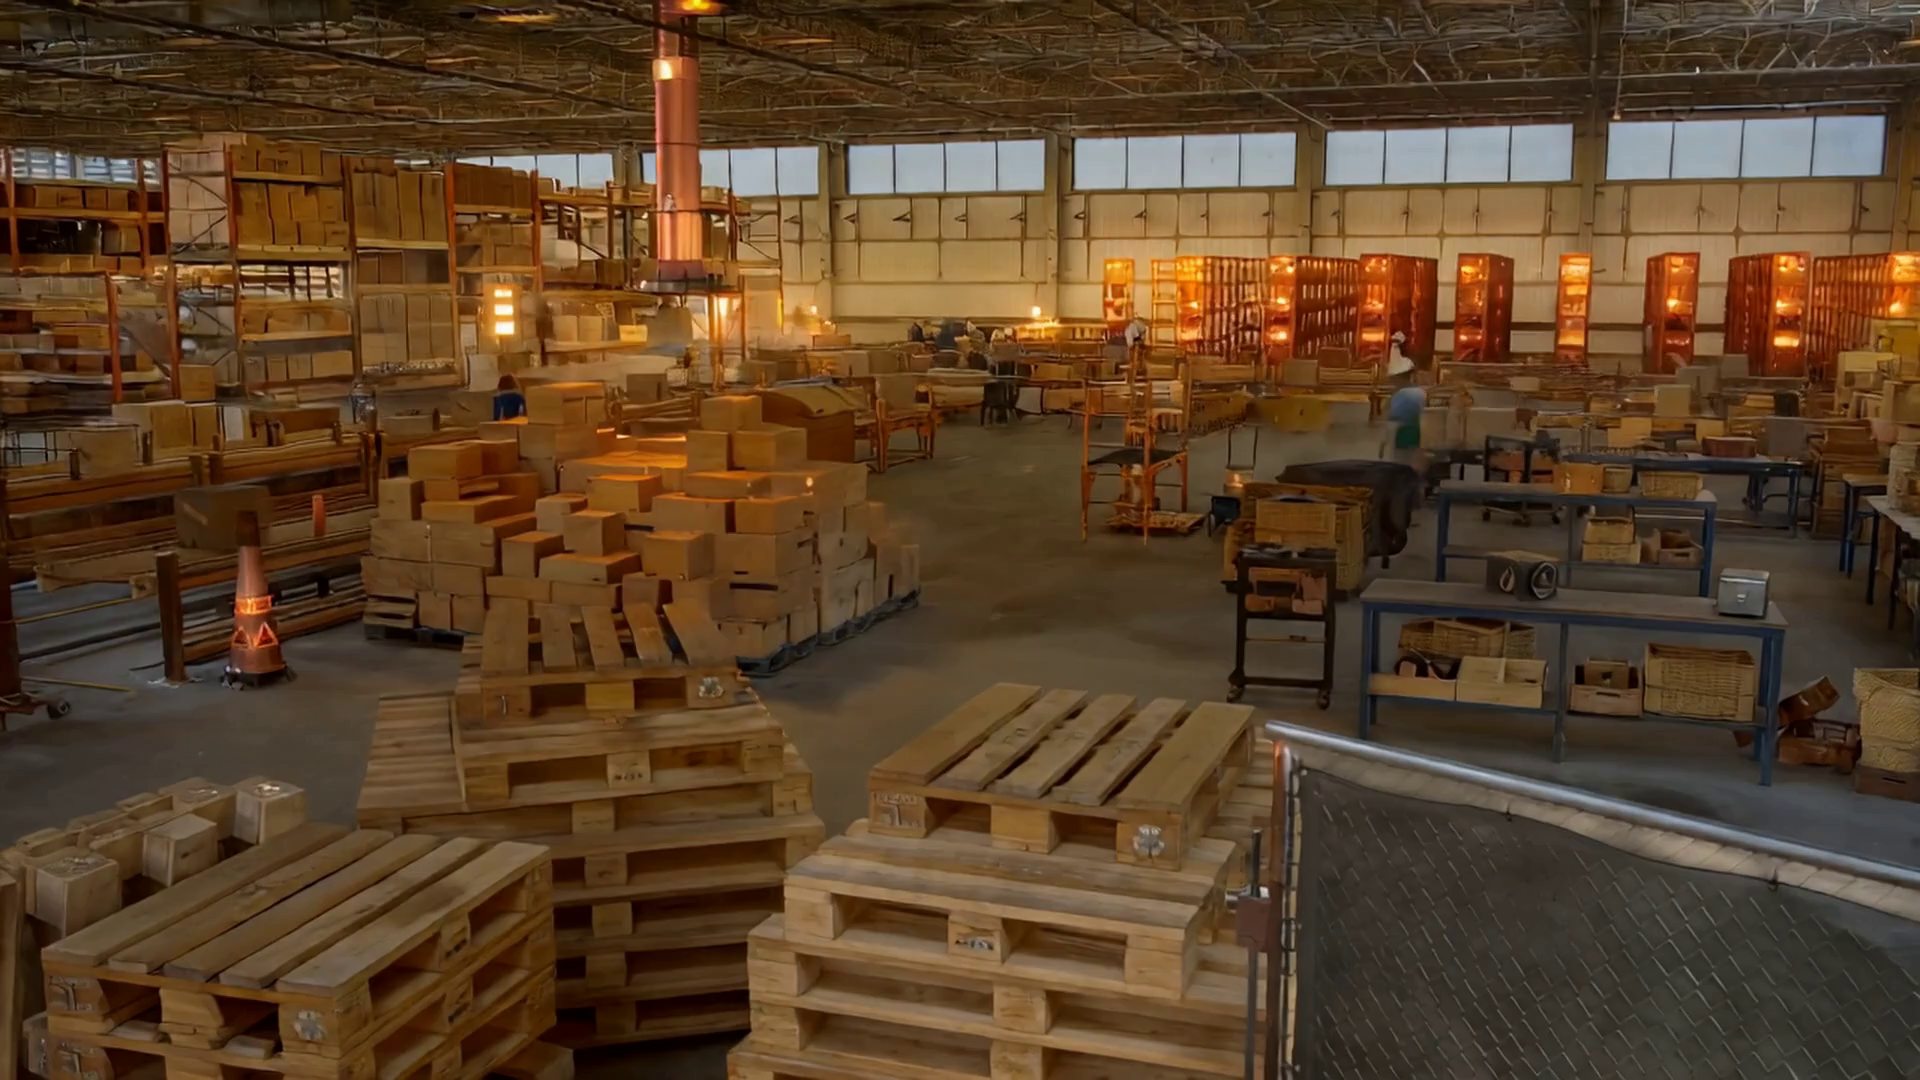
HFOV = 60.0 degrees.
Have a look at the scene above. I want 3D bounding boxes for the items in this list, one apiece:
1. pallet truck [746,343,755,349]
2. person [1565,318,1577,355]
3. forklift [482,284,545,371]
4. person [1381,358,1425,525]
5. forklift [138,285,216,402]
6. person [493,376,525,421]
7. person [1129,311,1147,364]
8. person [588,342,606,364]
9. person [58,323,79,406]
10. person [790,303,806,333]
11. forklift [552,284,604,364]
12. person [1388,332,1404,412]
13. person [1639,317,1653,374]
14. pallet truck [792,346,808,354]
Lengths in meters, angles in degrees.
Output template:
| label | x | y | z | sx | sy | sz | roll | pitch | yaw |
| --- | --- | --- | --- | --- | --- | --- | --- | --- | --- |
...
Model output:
| label | x | y | z | sx | sy | sz | roll | pitch | yaw |
| --- | --- | --- | --- | --- | --- | --- | --- | --- | --- |
| pallet truck | -6.183 | -4.618 | 44.264 | 1.601 | 1.201 | 0.680 | -9 | 12 | -43 |
| person | 18.558 | -5.911 | 50.534 | 0.556 | 1.810 | 0.618 | 2 | 9 | 12 |
| forklift | -10.832 | -4.702 | 39.610 | 1.129 | 2.768 | 1.873 | 3 | 10 | 20 |
| person | 5.348 | -1.201 | 20.308 | 0.707 | 2.017 | 0.635 | 9 | 13 | 43 |
| forklift | -17.480 | -4.200 | 36.461 | 1.873 | 2.768 | 1.129 | 3 | 10 | 19 |
| person | -6.336 | -1.495 | 23.416 | 0.285 | 1.625 | 0.496 | 7 | 12 | 38 |
| person | 5.462 | -6.074 | 51.153 | 0.603 | 1.946 | 0.389 | -5 | 10 | -27 |
| person | -10.142 | -5.195 | 46.517 | 0.543 | 1.666 | 0.803 | -1 | 9 | -8 |
| person | -20.809 | -4.078 | 38.677 | 0.544 | 1.919 | 0.647 | 4 | 10 | 24 |
| person | -6.194 | -8.120 | 63.897 | 0.631 | 1.976 | 0.695 | 4 | 10 | 24 |
| forklift | -10.754 | -5.702 | 45.890 | 1.129 | 2.768 | 1.873 | 3 | 10 | 20 |
| person | 9.677 | -3.723 | 36.952 | 0.309 | 1.769 | 0.524 | 2 | 9 | 14 |
| person | 20.714 | -5.758 | 49.613 | 0.866 | 1.810 | 0.595 | 6 | 11 | 35 |
| pallet truck | -3.705 | -4.298 | 42.022 | 0.653 | 1.274 | 1.630 | 3 | 10 | 20 |
